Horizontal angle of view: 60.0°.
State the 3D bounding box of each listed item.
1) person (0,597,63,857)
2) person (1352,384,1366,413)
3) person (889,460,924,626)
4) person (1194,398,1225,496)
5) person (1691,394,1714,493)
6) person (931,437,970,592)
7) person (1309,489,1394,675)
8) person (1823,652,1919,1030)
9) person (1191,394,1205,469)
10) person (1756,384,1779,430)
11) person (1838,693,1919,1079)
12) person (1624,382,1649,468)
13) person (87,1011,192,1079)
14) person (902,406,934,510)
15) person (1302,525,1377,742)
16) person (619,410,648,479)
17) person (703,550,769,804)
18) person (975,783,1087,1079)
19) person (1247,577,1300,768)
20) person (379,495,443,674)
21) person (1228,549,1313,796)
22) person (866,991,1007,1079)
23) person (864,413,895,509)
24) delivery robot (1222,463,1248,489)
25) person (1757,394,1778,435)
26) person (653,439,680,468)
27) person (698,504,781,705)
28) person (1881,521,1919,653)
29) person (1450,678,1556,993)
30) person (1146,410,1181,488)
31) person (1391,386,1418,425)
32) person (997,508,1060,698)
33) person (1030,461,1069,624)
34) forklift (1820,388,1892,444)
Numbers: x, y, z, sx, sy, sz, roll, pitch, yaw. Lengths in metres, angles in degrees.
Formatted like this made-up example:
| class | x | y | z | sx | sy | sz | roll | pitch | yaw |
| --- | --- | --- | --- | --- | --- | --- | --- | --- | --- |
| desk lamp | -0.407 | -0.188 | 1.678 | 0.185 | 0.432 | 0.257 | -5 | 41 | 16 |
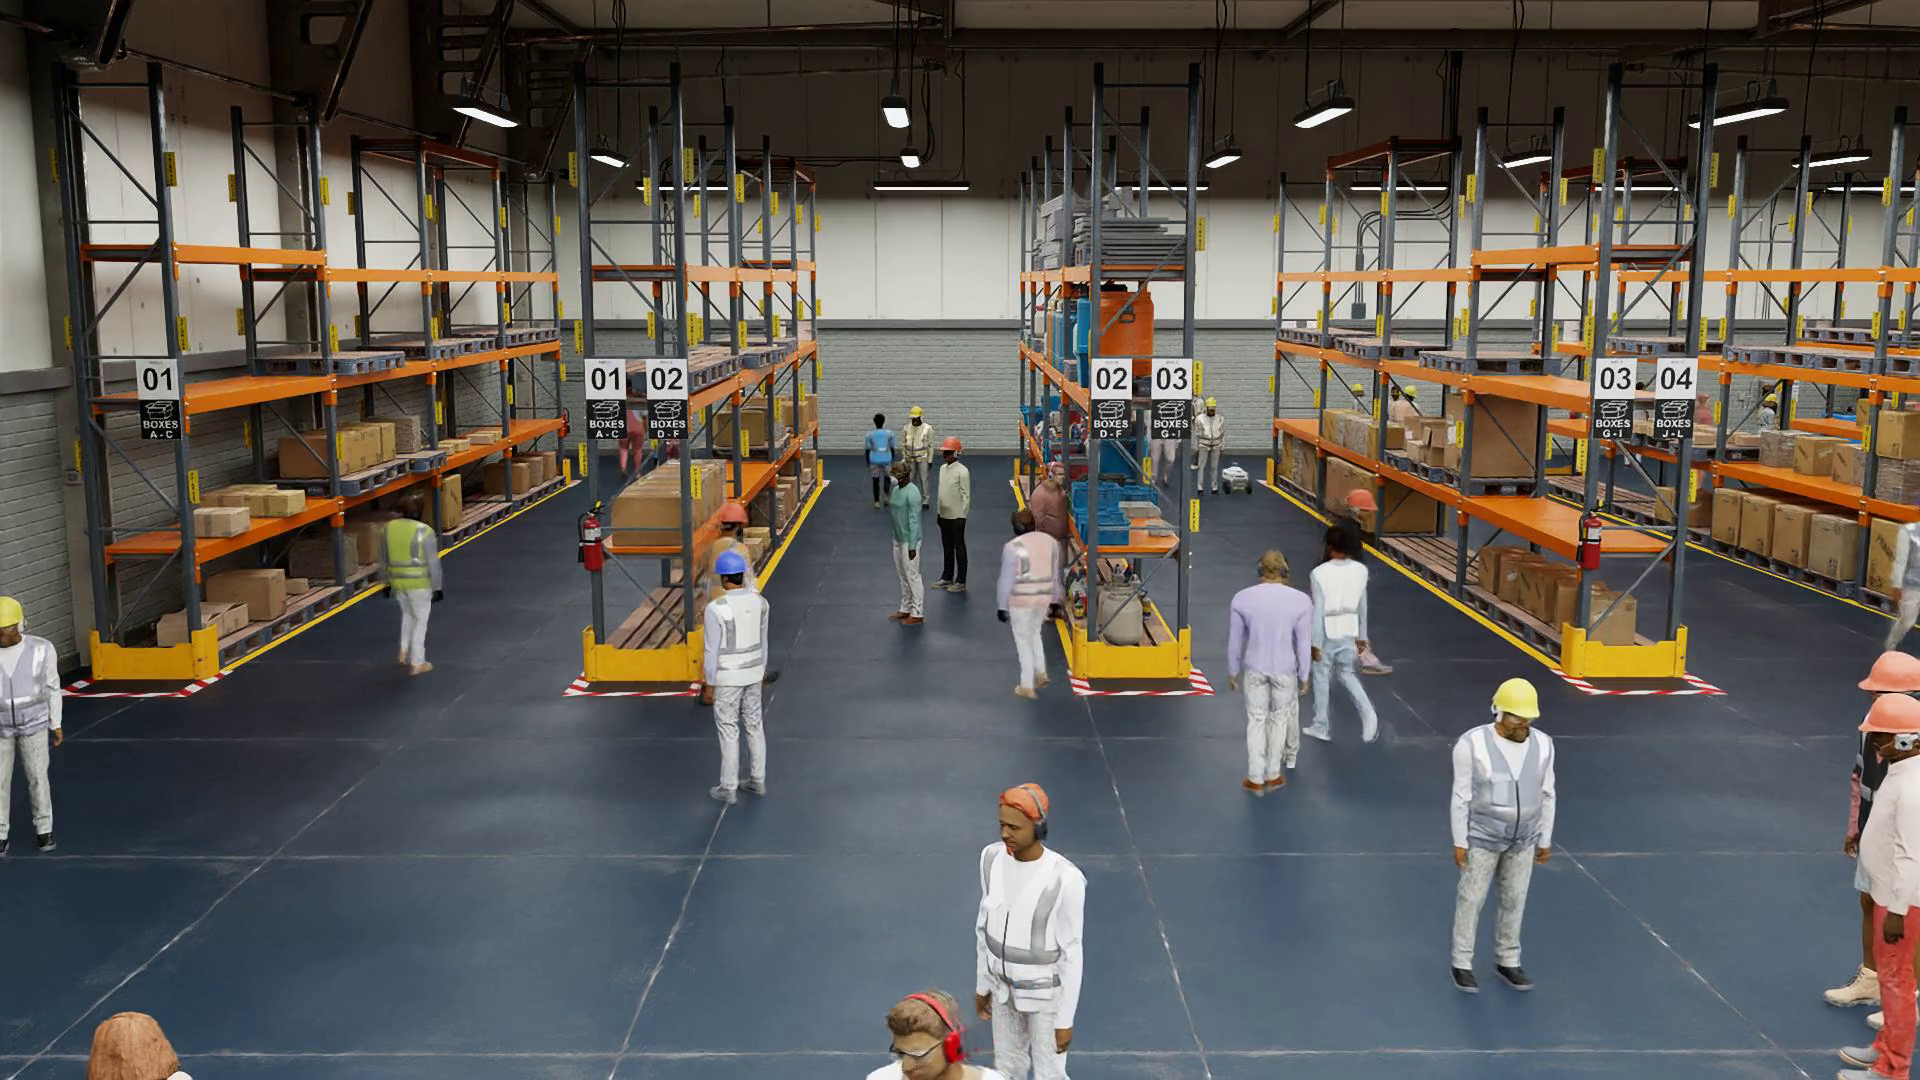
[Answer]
| class | x | y | z | sx | sy | sz | roll | pitch | yaw |
| --- | --- | --- | --- | --- | --- | --- | --- | --- | --- |
| person | -6.561 | 1.286 | 11.546 | 0.598 | 1.828 | 0.403 | -5 | 10 | -28 |
| person | 8.772 | -2.580 | 36.736 | 0.322 | 1.737 | 0.488 | 7 | 11 | 39 |
| person | -0.629 | 0.028 | 19.337 | 0.377 | 1.930 | 0.625 | -4 | 10 | -24 |
| person | 4.637 | -1.728 | 30.914 | 0.591 | 1.837 | 0.403 | -1 | 9 | -5 |
| person | 13.940 | -1.808 | 31.353 | 0.483 | 1.874 | 0.691 | -2 | 9 | -12 |
| person | -0.106 | -0.335 | 21.441 | 0.373 | 1.997 | 0.616 | -6 | 11 | -35 |
| person | 3.848 | 0.426 | 16.810 | 1.024 | 1.929 | 0.688 | 2 | 9 | 14 |
| person | 4.959 | 1.596 | 8.880 | 0.390 | 2.039 | 0.612 | -2 | 9 | -11 |
| person | 5.042 | -2.411 | 35.314 | 0.350 | 1.839 | 0.504 | 1 | 9 | 9 |
| person | 16.973 | -2.357 | 34.981 | 0.429 | 1.835 | 0.625 | 3 | 9 | 20 |
| person | 4.599 | 1.730 | 8.207 | 0.413 | 1.984 | 0.623 | 4 | 10 | 25 |
| person | 14.424 | -2.440 | 35.451 | 0.525 | 1.855 | 0.341 | 7 | 11 | 37 |
| person | -2.661 | 2.330 | 5.457 | 0.276 | 1.633 | 0.507 | 1 | 9 | 5 |
| person | -0.746 | -1.424 | 29.011 | 0.598 | 1.824 | 0.403 | 4 | 10 | 23 |
| person | 3.275 | 0.825 | 14.314 | 0.595 | 1.902 | 0.699 | -4 | 10 | -27 |
| person | -6.603 | -2.234 | 33.518 | 0.717 | 2.000 | 0.535 | 0 | 9 | -2 |
| person | -1.724 | 1.043 | 12.780 | 0.414 | 1.940 | 0.601 | 7 | 11 | 40 |
| person | 0.288 | 1.950 | 7.120 | 0.573 | 1.880 | 0.359 | 9 | 12 | 44 |
| person | 2.561 | 1.011 | 13.600 | 0.487 | 1.741 | 0.312 | -2 | 9 | -10 |
| person | -5.550 | 0.450 | 16.937 | 0.661 | 1.824 | 0.483 | 3 | 9 | 18 |
| person | 2.406 | 1.026 | 12.920 | 0.642 | 1.924 | 0.468 | 3 | 9 | 17 |
| person | -0.005 | 2.264 | 5.298 | 0.590 | 1.807 | 0.549 | 5 | 10 | 30 |
| person | -1.409 | -1.387 | 29.181 | 0.546 | 1.681 | 0.429 | -1 | 9 | -6 |
| delivery robot | 5.191 | -1.207 | 31.372 | 0.477 | 0.478 | 0.707 | -1 | 9 | -7 |
| person | 16.296 | -2.088 | 33.578 | 0.324 | 1.731 | 0.490 | 0 | 9 | -2 |
| person | -5.139 | -1.484 | 29.353 | 0.624 | 1.837 | 0.430 | -6 | 11 | -35 |
| person | -2.125 | 0.598 | 15.813 | 1.009 | 1.880 | 0.564 | -7 | 11 | -37 |
| person | 9.717 | 0.438 | 16.792 | 0.633 | 1.901 | 0.928 | 1 | 9 | 7 |
| person | 3.034 | 1.649 | 9.286 | 0.606 | 1.820 | 0.417 | -1 | 9 | -7 |
| person | 3.908 | -1.919 | 32.026 | 0.775 | 1.871 | 0.506 | 0 | 9 | -1 |
| person | 8.902 | -2.169 | 33.564 | 0.466 | 1.900 | 0.758 | -6 | 11 | -33 |
| person | 0.652 | 0.601 | 15.979 | 0.660 | 1.819 | 0.452 | -6 | 11 | -33 |
| person | 1.082 | 0.024 | 19.461 | 0.399 | 1.900 | 0.648 | 6 | 11 | 33 |
| forklift | 20.072 | -3.110 | 36.462 | 1.873 | 2.768 | 1.129 | 0 | 9 | 0 |
